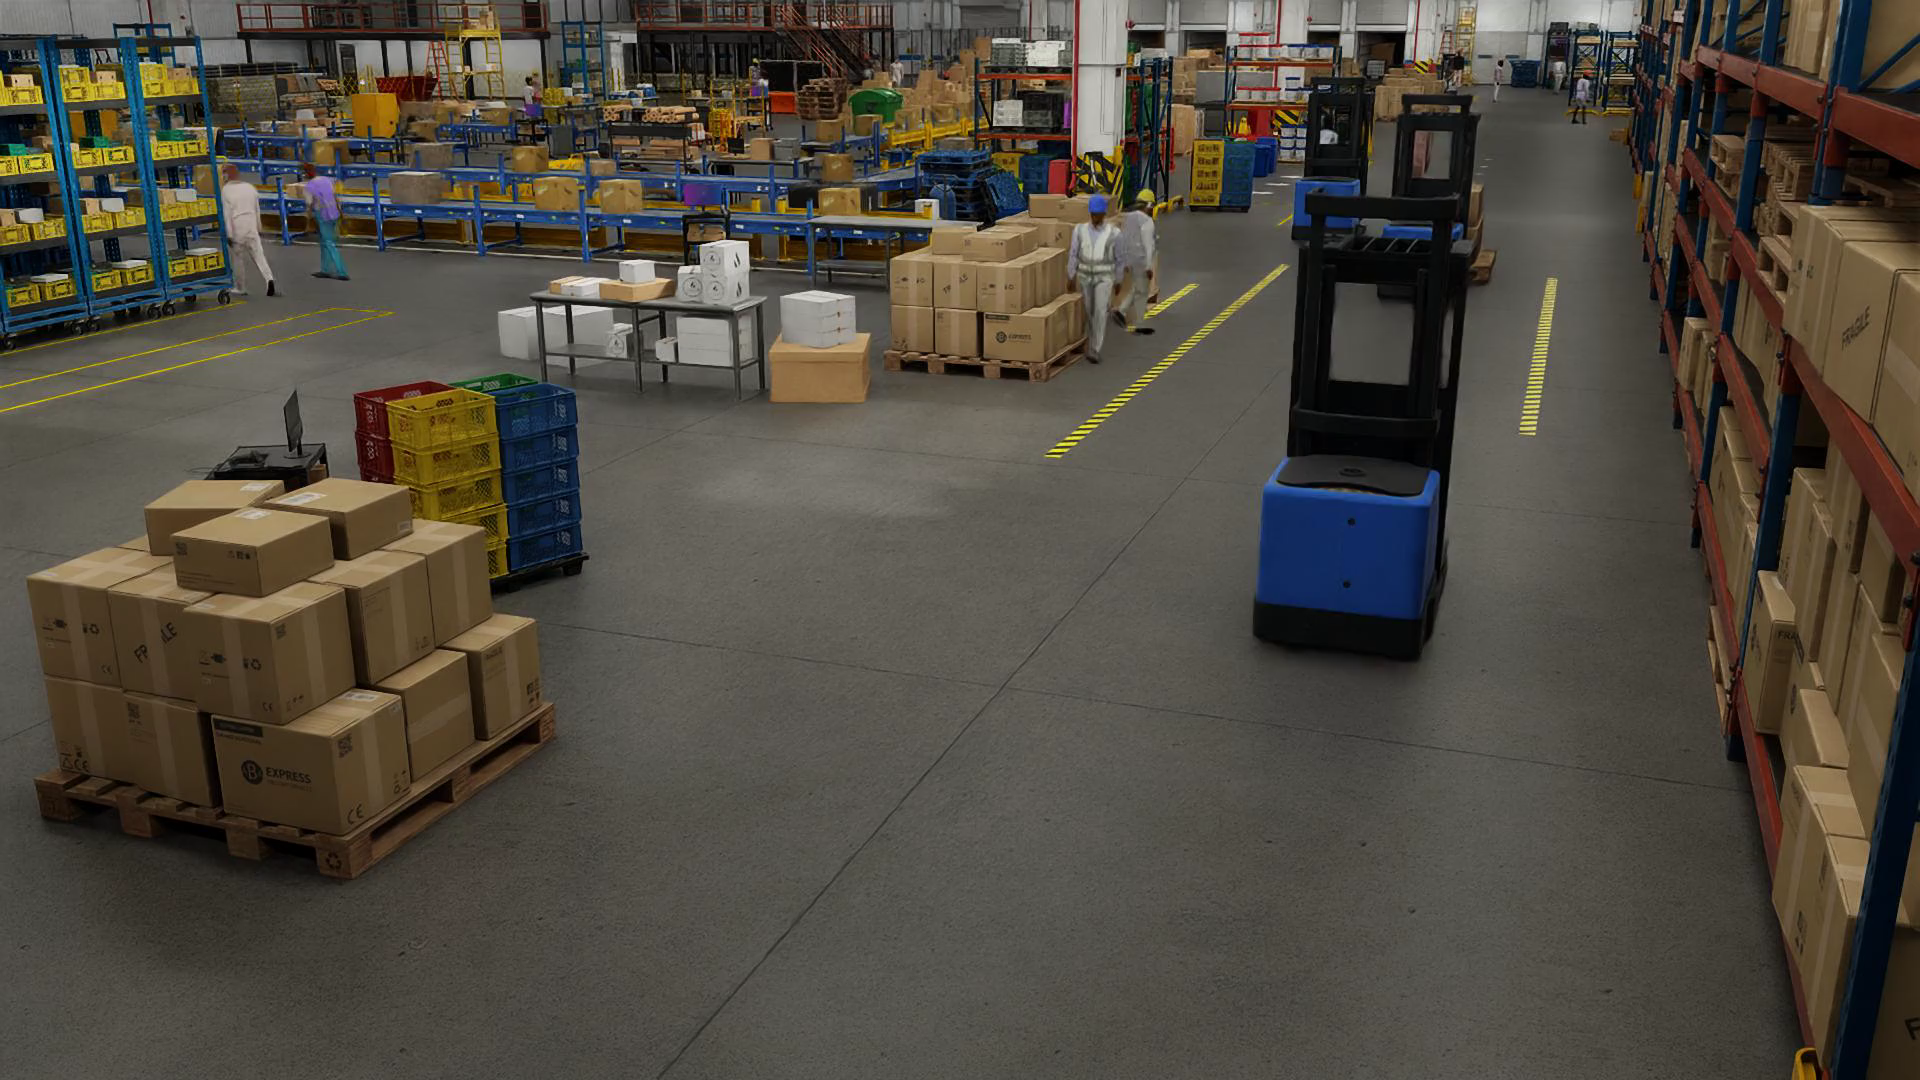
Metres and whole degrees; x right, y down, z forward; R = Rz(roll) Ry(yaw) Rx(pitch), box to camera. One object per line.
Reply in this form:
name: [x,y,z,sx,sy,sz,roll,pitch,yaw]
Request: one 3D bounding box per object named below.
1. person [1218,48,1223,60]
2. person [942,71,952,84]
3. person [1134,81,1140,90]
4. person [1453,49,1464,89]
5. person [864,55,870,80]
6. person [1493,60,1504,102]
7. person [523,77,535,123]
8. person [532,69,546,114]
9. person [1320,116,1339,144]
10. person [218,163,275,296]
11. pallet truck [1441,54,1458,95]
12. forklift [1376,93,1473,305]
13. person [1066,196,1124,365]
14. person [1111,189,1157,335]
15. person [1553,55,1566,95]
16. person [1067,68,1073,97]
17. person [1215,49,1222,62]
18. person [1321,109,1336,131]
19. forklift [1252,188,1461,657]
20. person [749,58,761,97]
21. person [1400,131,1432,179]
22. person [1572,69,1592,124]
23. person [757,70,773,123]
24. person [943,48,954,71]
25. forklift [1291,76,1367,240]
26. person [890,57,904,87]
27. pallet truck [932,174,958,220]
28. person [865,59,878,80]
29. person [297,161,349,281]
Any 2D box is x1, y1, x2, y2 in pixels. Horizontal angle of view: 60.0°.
person: [14.572,-26.745,93.755,0.623,1.912,0.438,-15,23,-39]
person: [-0.544,-15.496,58.419,0.564,1.914,0.432,-2,18,-7]
person: [8.932,-23.597,84.219,0.322,1.697,0.530,-17,24,-42]
person: [26.089,-24.642,87.034,0.609,1.986,0.392,15,23,39]
person: [-4.122,-20.596,74.234,0.394,2.040,0.609,0,18,0]
person: [23.935,-20.394,73.946,0.431,1.835,0.624,6,19,18]
person: [-14.022,-14.156,54.273,0.520,1.873,0.335,14,22,36]
person: [-16.760,-17.719,65.721,0.938,1.721,0.527,1,18,2]
person: [8.167,-8.590,37.091,0.548,1.673,0.521,7,19,21]
person: [-10.141,-4.387,23.566,0.867,1.876,0.650,12,21,34]
pallet truck: [22.765,-21.886,78.355,0.823,1.965,1.885,-4,18,-14]
forklift: [6.576,-4.826,23.321,1.129,2.768,1.873,6,19,19]
person: [1.550,-3.004,19.198,0.611,1.894,1.007,7,19,20]
person: [2.237,-3.469,20.803,0.520,1.801,0.664,-7,19,-21]
person: [28.886,-22.347,80.016,0.523,1.866,0.620,-11,21,-32]
person: [5.318,-21.505,77.438,0.947,1.824,0.554,10,20,28]
person: [14.226,-26.160,91.994,0.366,1.884,0.660,-16,24,-42]
person: [10.423,-11.771,47.062,0.319,1.698,0.532,-13,22,-36]
forklift: [2.659,-0.866,10.875,1.129,2.768,1.873,6,19,19]
person: [-8.993,-20.198,73.162,0.587,1.930,0.355,-12,21,-33]
person: [9.573,-8.035,35.008,0.636,1.900,0.399,2,18,7]
person: [22.369,-15.928,59.768,0.426,1.915,0.616,-6,19,-18]
person: [-7.122,-16.080,60.330,0.652,1.864,0.590,7,19,21]
person: [-0.631,-26.154,91.846,0.618,1.946,0.394,2,18,7]
forklift: [6.598,-6.755,29.381,1.129,2.768,1.873,6,19,19]
person: [-2.906,-21.193,76.321,0.648,1.897,0.948,0,18,0]
pallet truck: [-0.507,-5.292,27.348,0.653,1.274,1.630,6,19,19]
person: [-3.569,-18.678,68.205,0.551,2.000,0.701,11,21,32]
person: [-9.596,-4.780,24.940,0.764,1.788,0.660,4,18,13]
